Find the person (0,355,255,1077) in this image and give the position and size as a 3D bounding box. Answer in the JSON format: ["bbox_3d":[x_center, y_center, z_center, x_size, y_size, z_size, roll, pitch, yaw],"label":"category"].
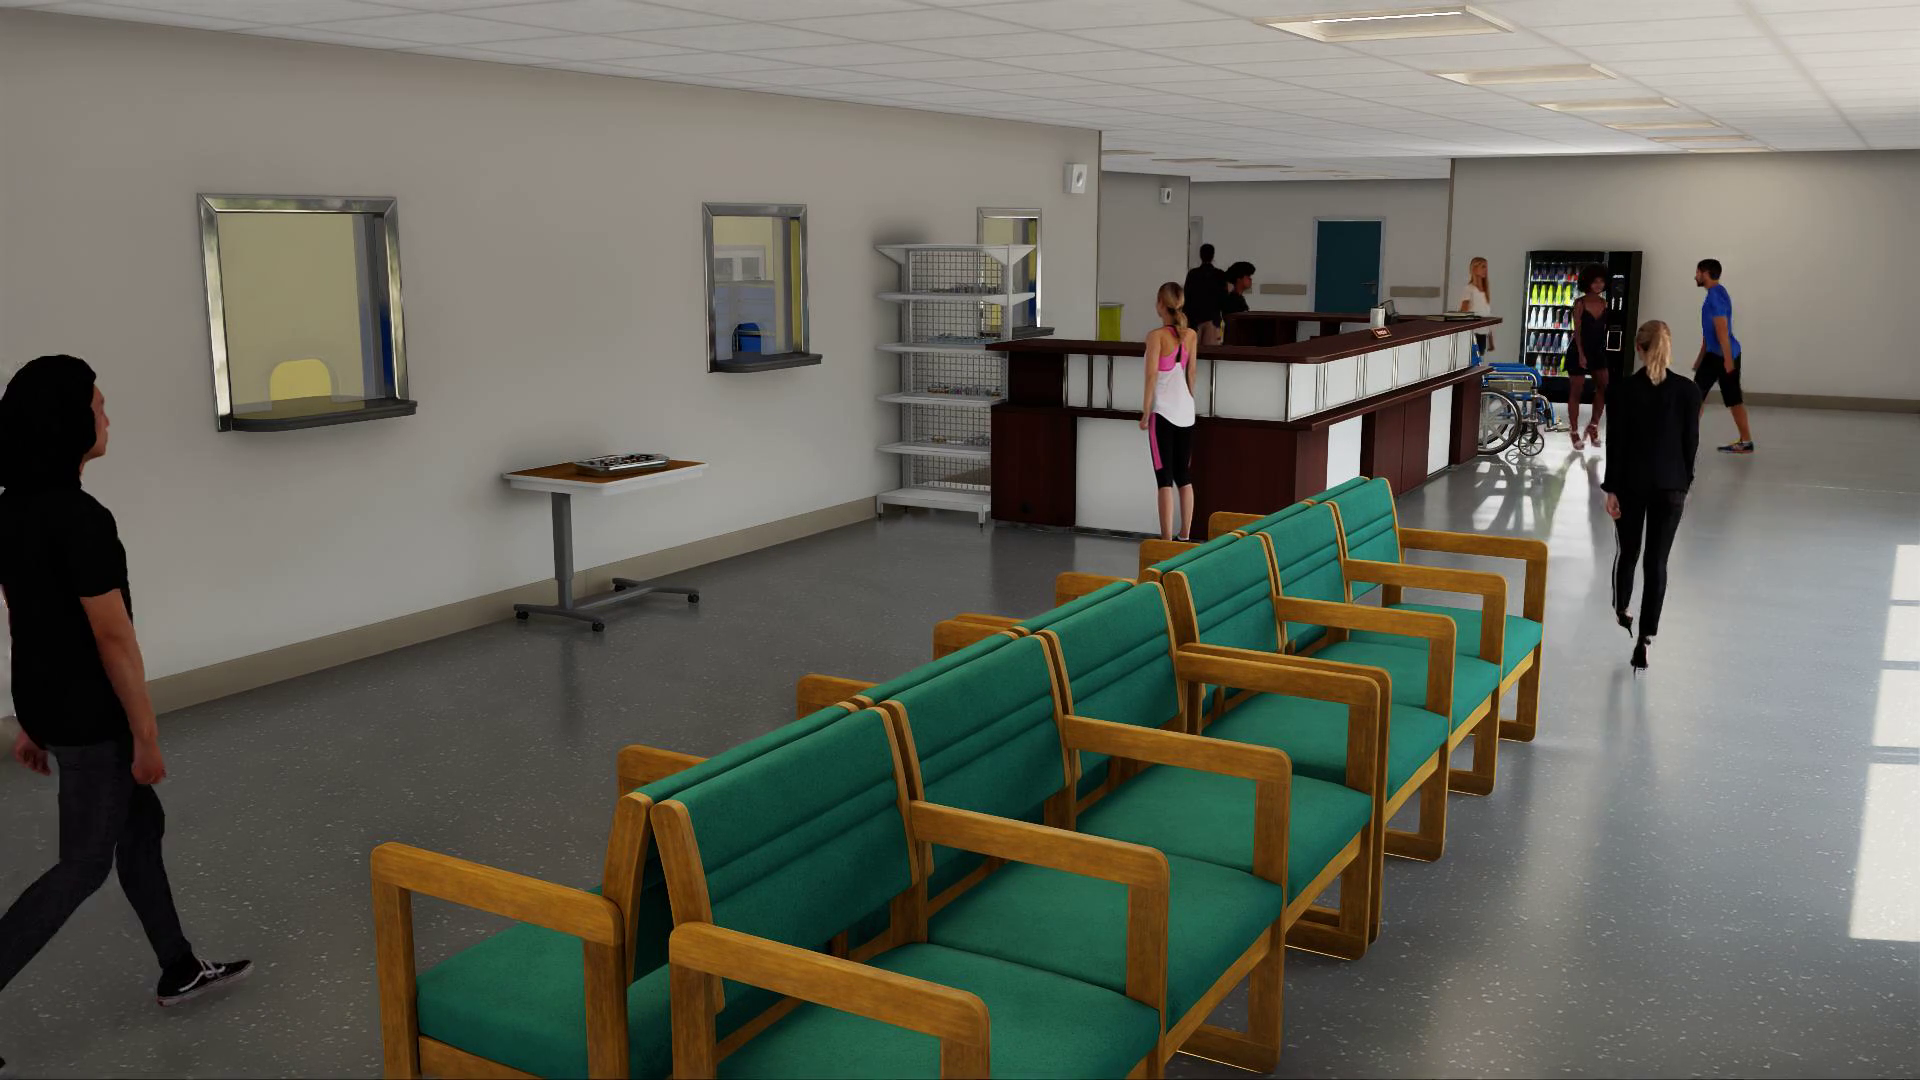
[{"bbox_3d":[-2.316,0.464,4.222,1.103,1.796,0.832,9,14,38],"label":"person"}]

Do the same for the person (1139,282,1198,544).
[{"bbox_3d":[1.384,-0.786,10.867,0.672,1.787,0.650,-8,13,-36],"label":"person"}]

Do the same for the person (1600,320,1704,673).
[{"bbox_3d":[3.312,-0.169,7.979,1.067,1.651,0.802,4,11,19],"label":"person"}]

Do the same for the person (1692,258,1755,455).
[{"bbox_3d":[7.181,-1.674,15.499,1.024,1.804,0.624,5,12,23],"label":"person"}]

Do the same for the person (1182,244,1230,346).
[{"bbox_3d":[2.974,-2.601,20.216,1.267,1.867,1.032,3,11,13],"label":"person"}]

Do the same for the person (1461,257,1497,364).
[{"bbox_3d":[5.500,-2.161,18.076,0.709,1.802,0.696,-8,14,-38],"label":"person"}]

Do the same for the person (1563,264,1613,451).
[{"bbox_3d":[5.952,-1.746,15.953,0.686,1.777,0.746,-2,11,-11],"label":"person"}]

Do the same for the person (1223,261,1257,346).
[{"bbox_3d":[2.817,-2.001,17.315,0.747,1.770,0.718,2,11,12],"label":"person"}]
